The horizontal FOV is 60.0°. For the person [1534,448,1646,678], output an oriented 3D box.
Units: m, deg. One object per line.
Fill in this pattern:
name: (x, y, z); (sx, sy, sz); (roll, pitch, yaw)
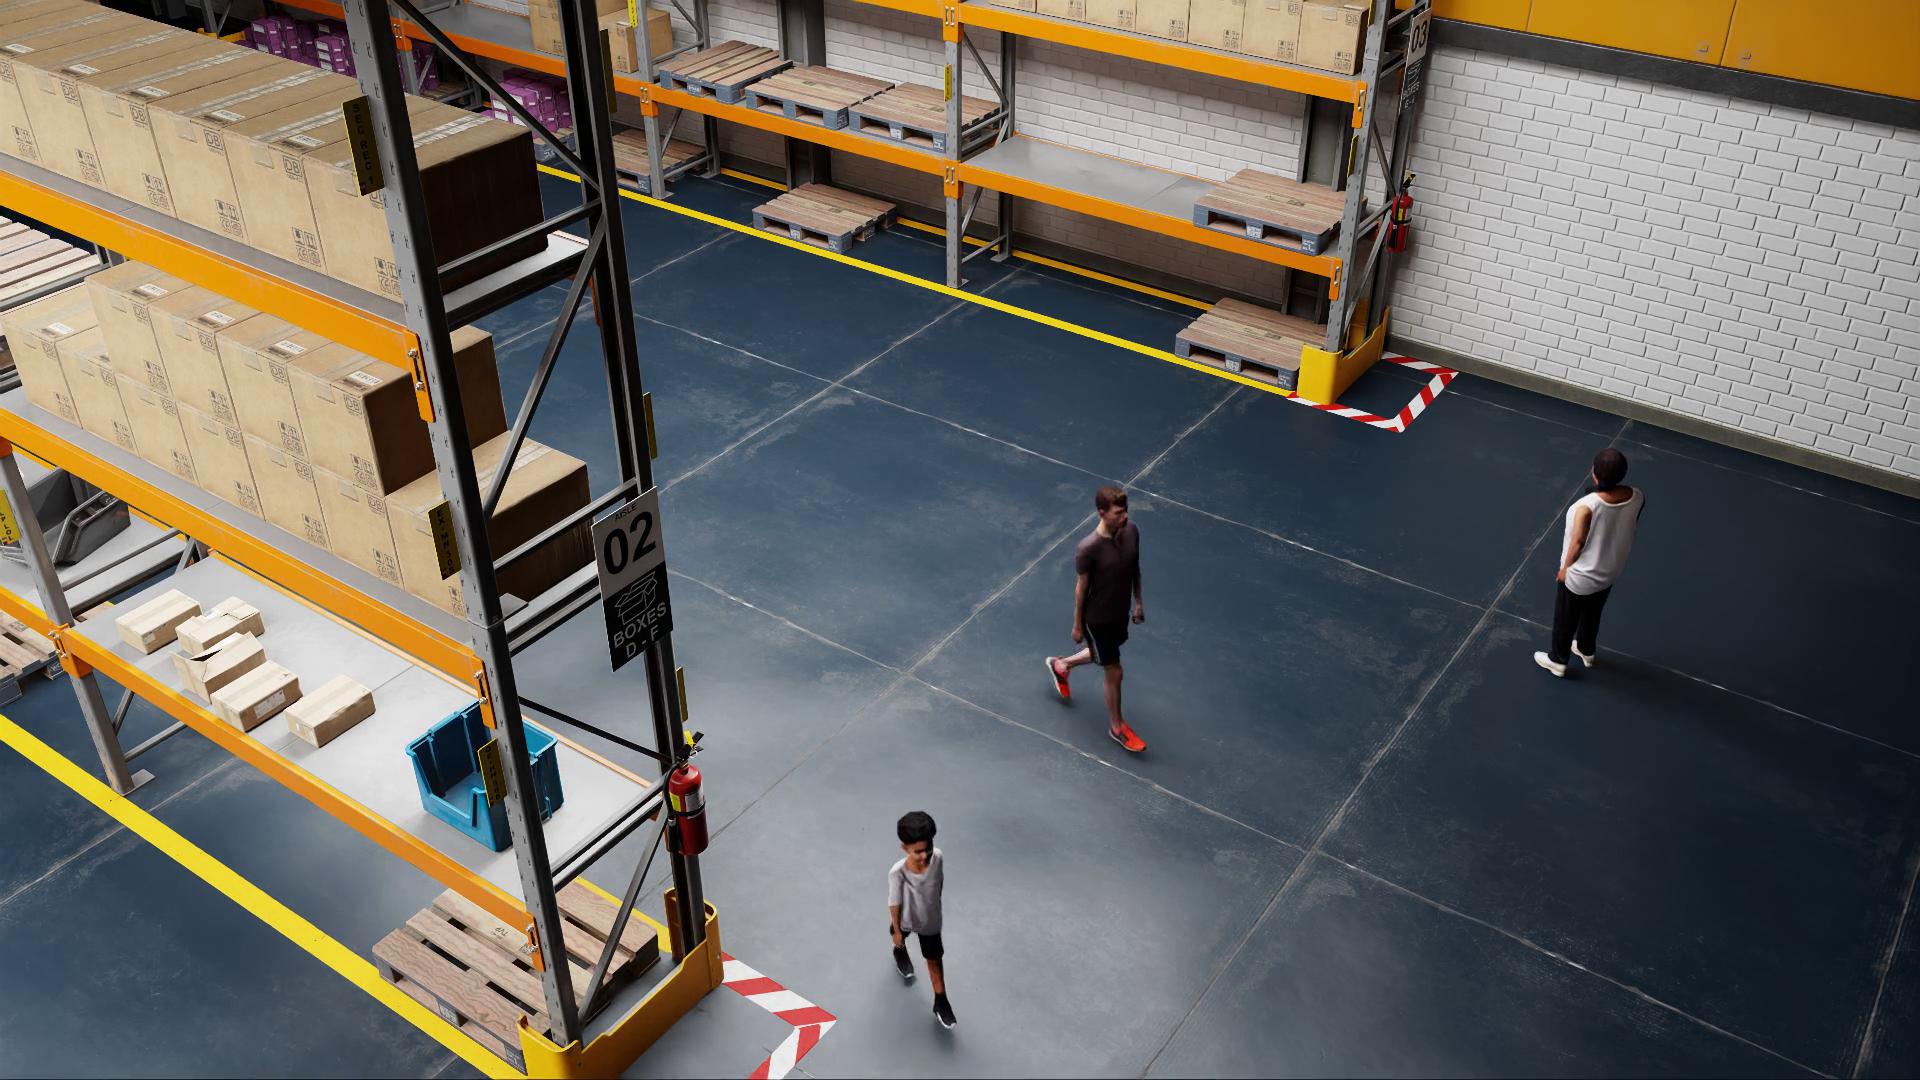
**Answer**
person: (4.154, 0.139, 10.991); (0.765, 1.687, 0.794); (-12, 35, -17)

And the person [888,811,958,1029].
person: (-0.260, 1.903, 8.754); (0.785, 1.226, 0.949); (-13, 36, -19)

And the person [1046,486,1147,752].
person: (0.865, 0.429, 10.431); (0.818, 1.825, 1.189); (-28, 42, -35)
